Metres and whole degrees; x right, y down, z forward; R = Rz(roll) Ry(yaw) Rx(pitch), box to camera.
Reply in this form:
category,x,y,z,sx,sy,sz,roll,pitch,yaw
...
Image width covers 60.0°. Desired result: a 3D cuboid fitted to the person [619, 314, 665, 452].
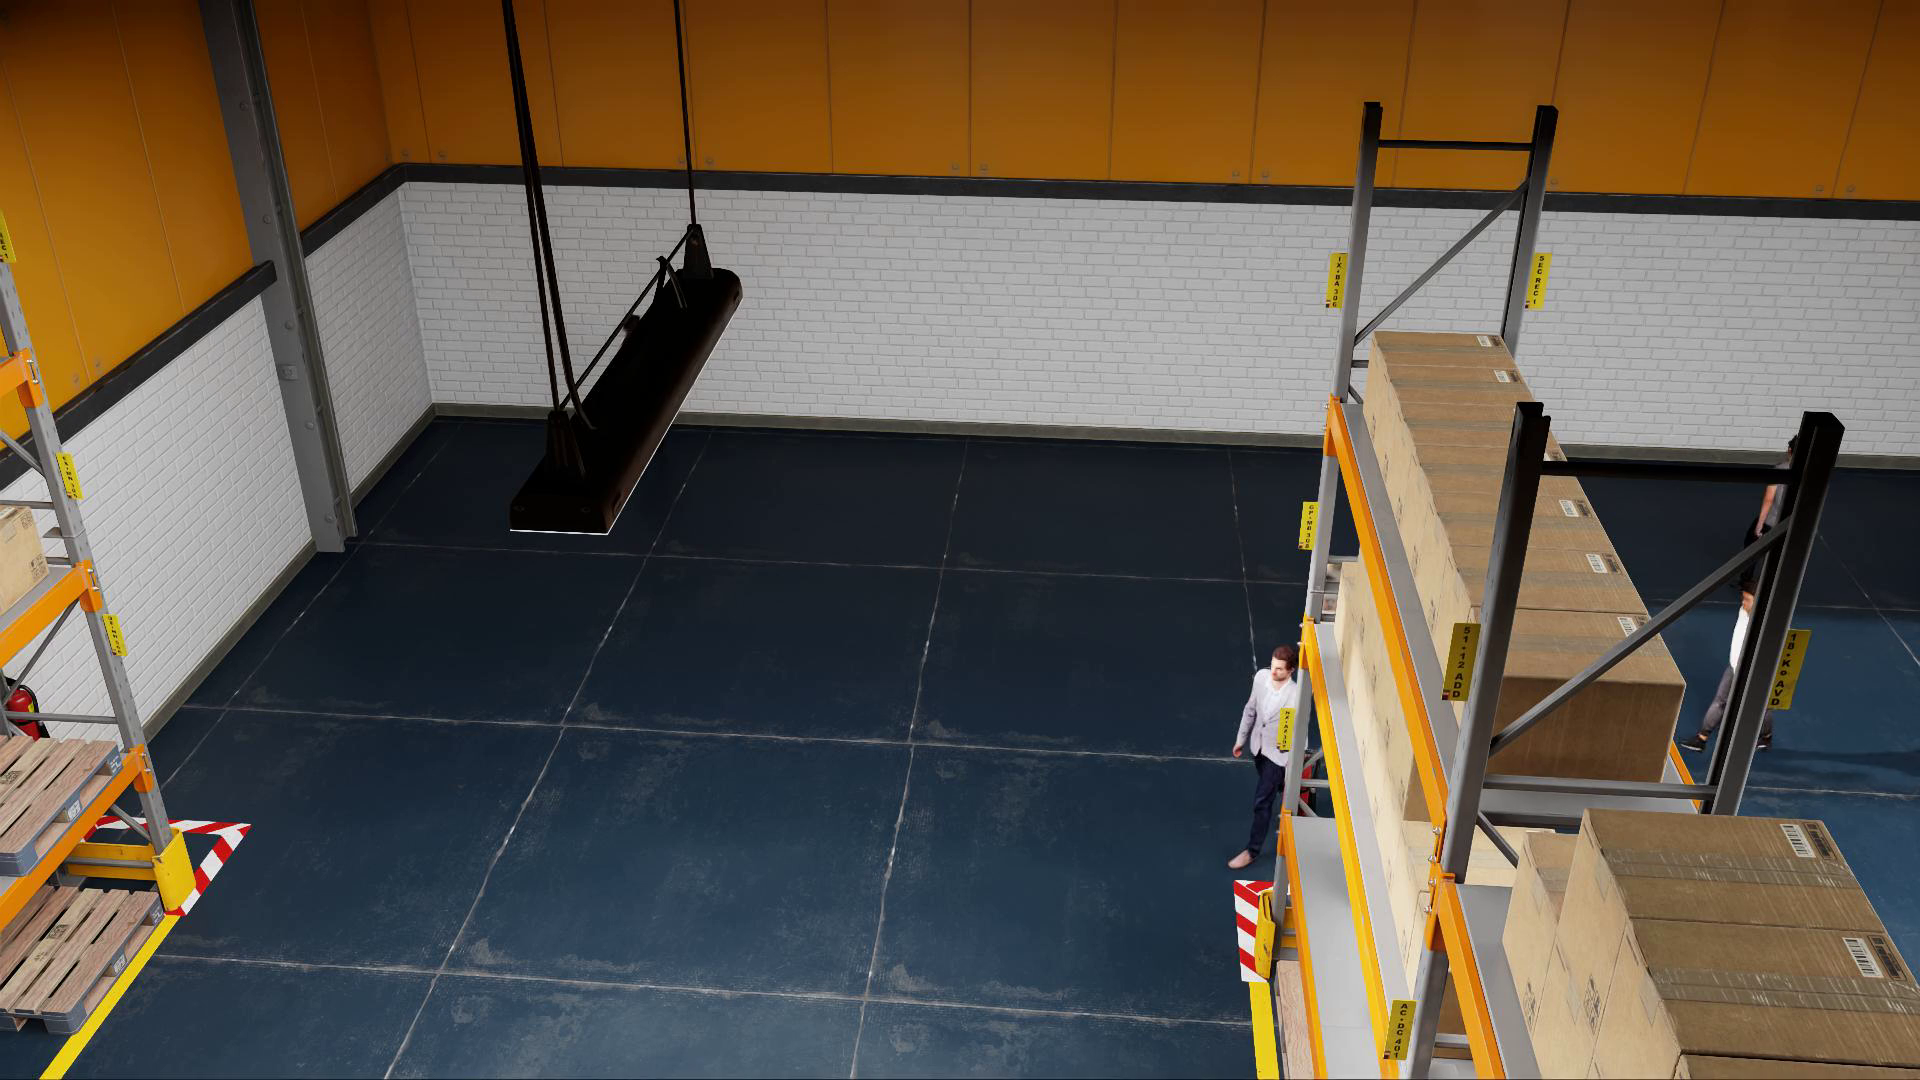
category,x,y,z,sx,sy,sz,roll,pitch,yaw
person,-3.572,-1.746,18.611,0.659,1.665,0.712,-20,35,-33

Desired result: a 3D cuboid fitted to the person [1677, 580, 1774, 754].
category,x,y,z,sx,sy,sz,roll,pitch,yaw
person,6.481,1.053,13.490,0.844,1.655,1.084,-1,29,-2

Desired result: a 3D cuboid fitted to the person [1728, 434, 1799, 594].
category,x,y,z,sx,sy,sz,roll,pitch,yaw
person,7.714,-0.134,15.580,0.719,1.737,0.794,-2,29,-3

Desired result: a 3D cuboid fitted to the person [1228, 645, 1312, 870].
category,x,y,z,sx,sy,sz,roll,pitch,yaw
person,2.402,1.536,12.430,1.190,1.821,1.204,-17,33,-28
